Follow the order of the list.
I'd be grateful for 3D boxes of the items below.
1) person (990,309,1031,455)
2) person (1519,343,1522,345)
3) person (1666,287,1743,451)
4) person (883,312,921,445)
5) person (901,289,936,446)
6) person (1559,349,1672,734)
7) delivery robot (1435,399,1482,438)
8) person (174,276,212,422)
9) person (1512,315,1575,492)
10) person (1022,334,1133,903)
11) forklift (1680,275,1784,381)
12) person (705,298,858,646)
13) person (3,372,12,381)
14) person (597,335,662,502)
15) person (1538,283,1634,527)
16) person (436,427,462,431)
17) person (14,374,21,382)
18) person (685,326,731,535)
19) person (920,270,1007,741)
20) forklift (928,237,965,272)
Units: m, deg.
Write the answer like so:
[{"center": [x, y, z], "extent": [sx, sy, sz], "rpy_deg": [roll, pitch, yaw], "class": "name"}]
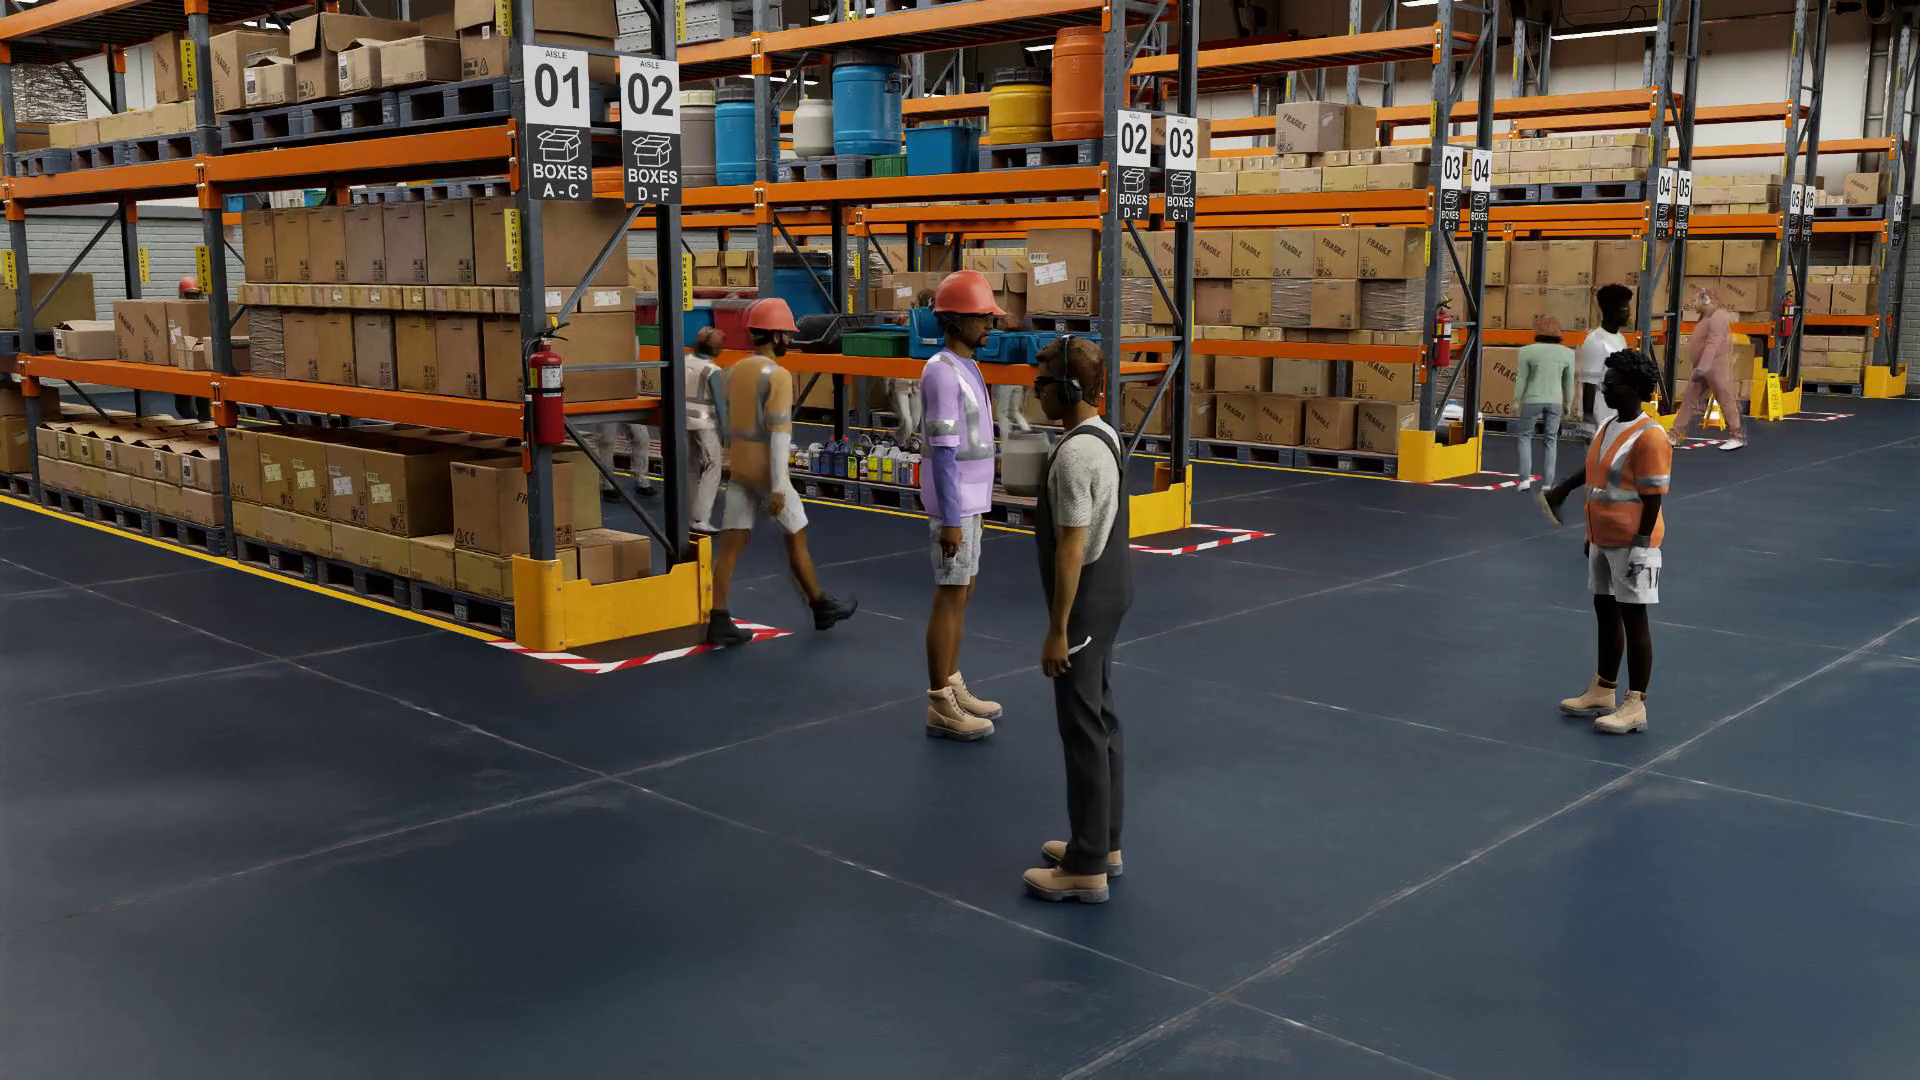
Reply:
[{"center": [0.558, -1.658, 17.815], "extent": [0.514, 1.617, 0.500], "rpy_deg": [-8, 12, -41], "class": "person"}, {"center": [9.299, -3.369, 27.438], "extent": [0.935, 1.904, 0.640], "rpy_deg": [8, 12, 41], "class": "person"}, {"center": [8.446, -1.935, 18.871], "extent": [1.031, 1.833, 0.650], "rpy_deg": [0, 9, -1], "class": "person"}, {"center": [-0.584, -1.526, 17.018], "extent": [0.520, 1.617, 0.698], "rpy_deg": [-7, 12, -37], "class": "person"}, {"center": [-0.437, -1.949, 19.028], "extent": [0.851, 1.809, 0.664], "rpy_deg": [9, 13, 44], "class": "person"}, {"center": [2.954, -0.001, 7.442], "extent": [0.318, 1.697, 0.535], "rpy_deg": [-1, 9, -7], "class": "person"}, {"center": [5.680, -1.392, 19.292], "extent": [0.477, 0.478, 0.707], "rpy_deg": [-9, 13, -43], "class": "delivery robot"}, {"center": [-8.200, -1.842, 17.875], "extent": [0.572, 1.973, 0.634], "rpy_deg": [9, 13, 43], "class": "person"}, {"center": [5.306, -1.223, 15.132], "extent": [0.531, 1.628, 0.296], "rpy_deg": [1, 9, 8], "class": "person"}, {"center": [0.396, 0.249, 5.483], "extent": [0.330, 1.839, 0.502], "rpy_deg": [3, 10, 15], "class": "person"}, {"center": [12.480, -3.427, 27.053], "extent": [1.214, 2.155, 2.313], "rpy_deg": [9, 13, 43], "class": "forklift"}, {"center": [-1.033, -0.383, 9.185], "extent": [0.992, 1.880, 0.569], "rpy_deg": [-9, 13, -43], "class": "person"}, {"center": [-13.285, -2.633, 22.890], "extent": [0.593, 1.922, 0.392], "rpy_deg": [3, 10, 20], "class": "person"}, {"center": [-2.925, -1.221, 14.572], "extent": [0.715, 1.806, 0.626], "rpy_deg": [6, 11, 34], "class": "person"}, {"center": [4.770, -0.958, 12.537], "extent": [0.698, 1.950, 0.603], "rpy_deg": [7, 12, 37], "class": "person"}, {"center": [-5.589, -1.824, 18.192], "extent": [0.403, 1.837, 0.590], "rpy_deg": [5, 10, 26], "class": "person"}, {"center": [-13.709, -2.804, 24.253], "extent": [0.619, 1.820, 0.535], "rpy_deg": [2, 10, 15], "class": "person"}, {"center": [-2.013, -0.857, 12.950], "extent": [0.328, 1.613, 0.636], "rpy_deg": [-9, 13, -43], "class": "person"}, {"center": [0.019, -0.161, 7.361], "extent": [0.375, 2.042, 0.615], "rpy_deg": [2, 9, 10], "class": "person"}, {"center": [-0.326, -5.817, 39.609], "extent": [1.129, 2.768, 1.873], "rpy_deg": [9, 13, 43], "class": "forklift"}]
